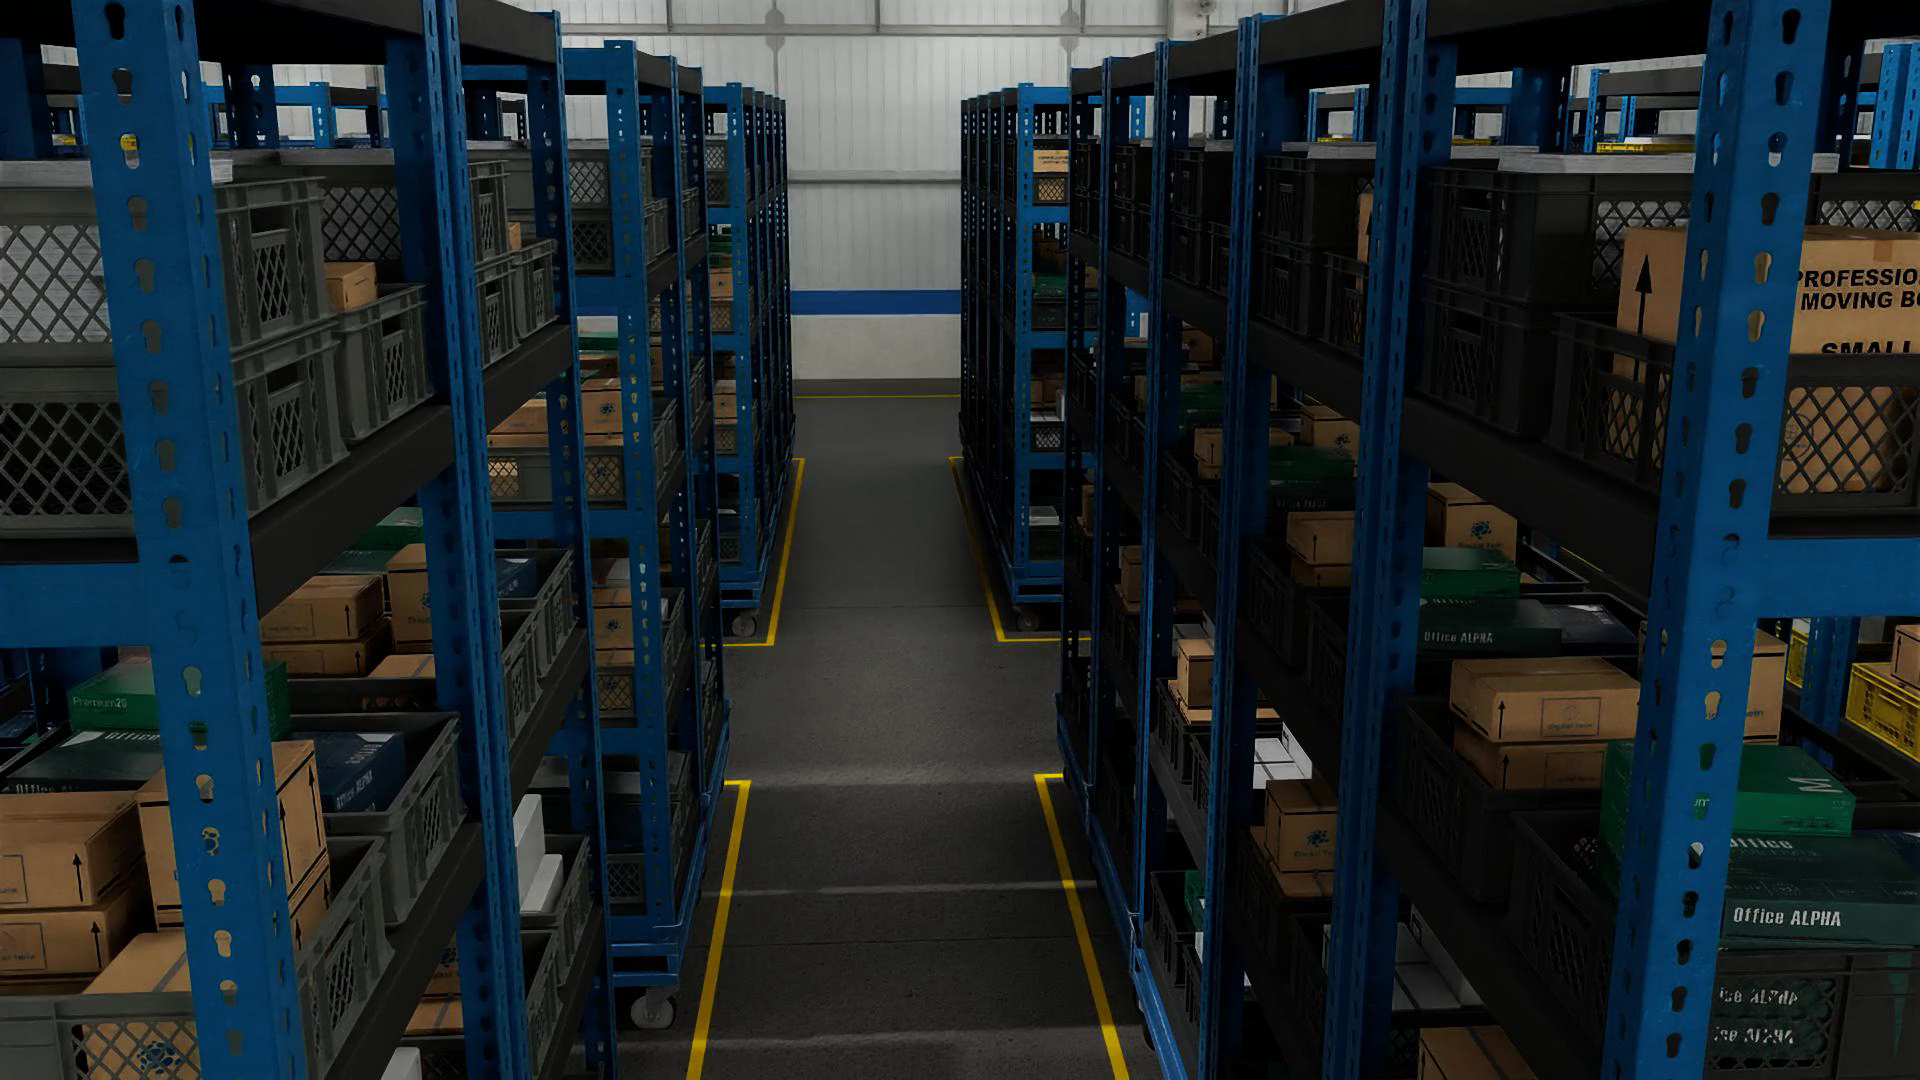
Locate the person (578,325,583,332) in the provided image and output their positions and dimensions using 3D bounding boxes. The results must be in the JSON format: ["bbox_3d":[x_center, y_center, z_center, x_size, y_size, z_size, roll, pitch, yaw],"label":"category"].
[{"bbox_3d":[-3.110,-0.845,13.381,0.403,1.837,0.591,-6,15,-24],"label":"person"}]
